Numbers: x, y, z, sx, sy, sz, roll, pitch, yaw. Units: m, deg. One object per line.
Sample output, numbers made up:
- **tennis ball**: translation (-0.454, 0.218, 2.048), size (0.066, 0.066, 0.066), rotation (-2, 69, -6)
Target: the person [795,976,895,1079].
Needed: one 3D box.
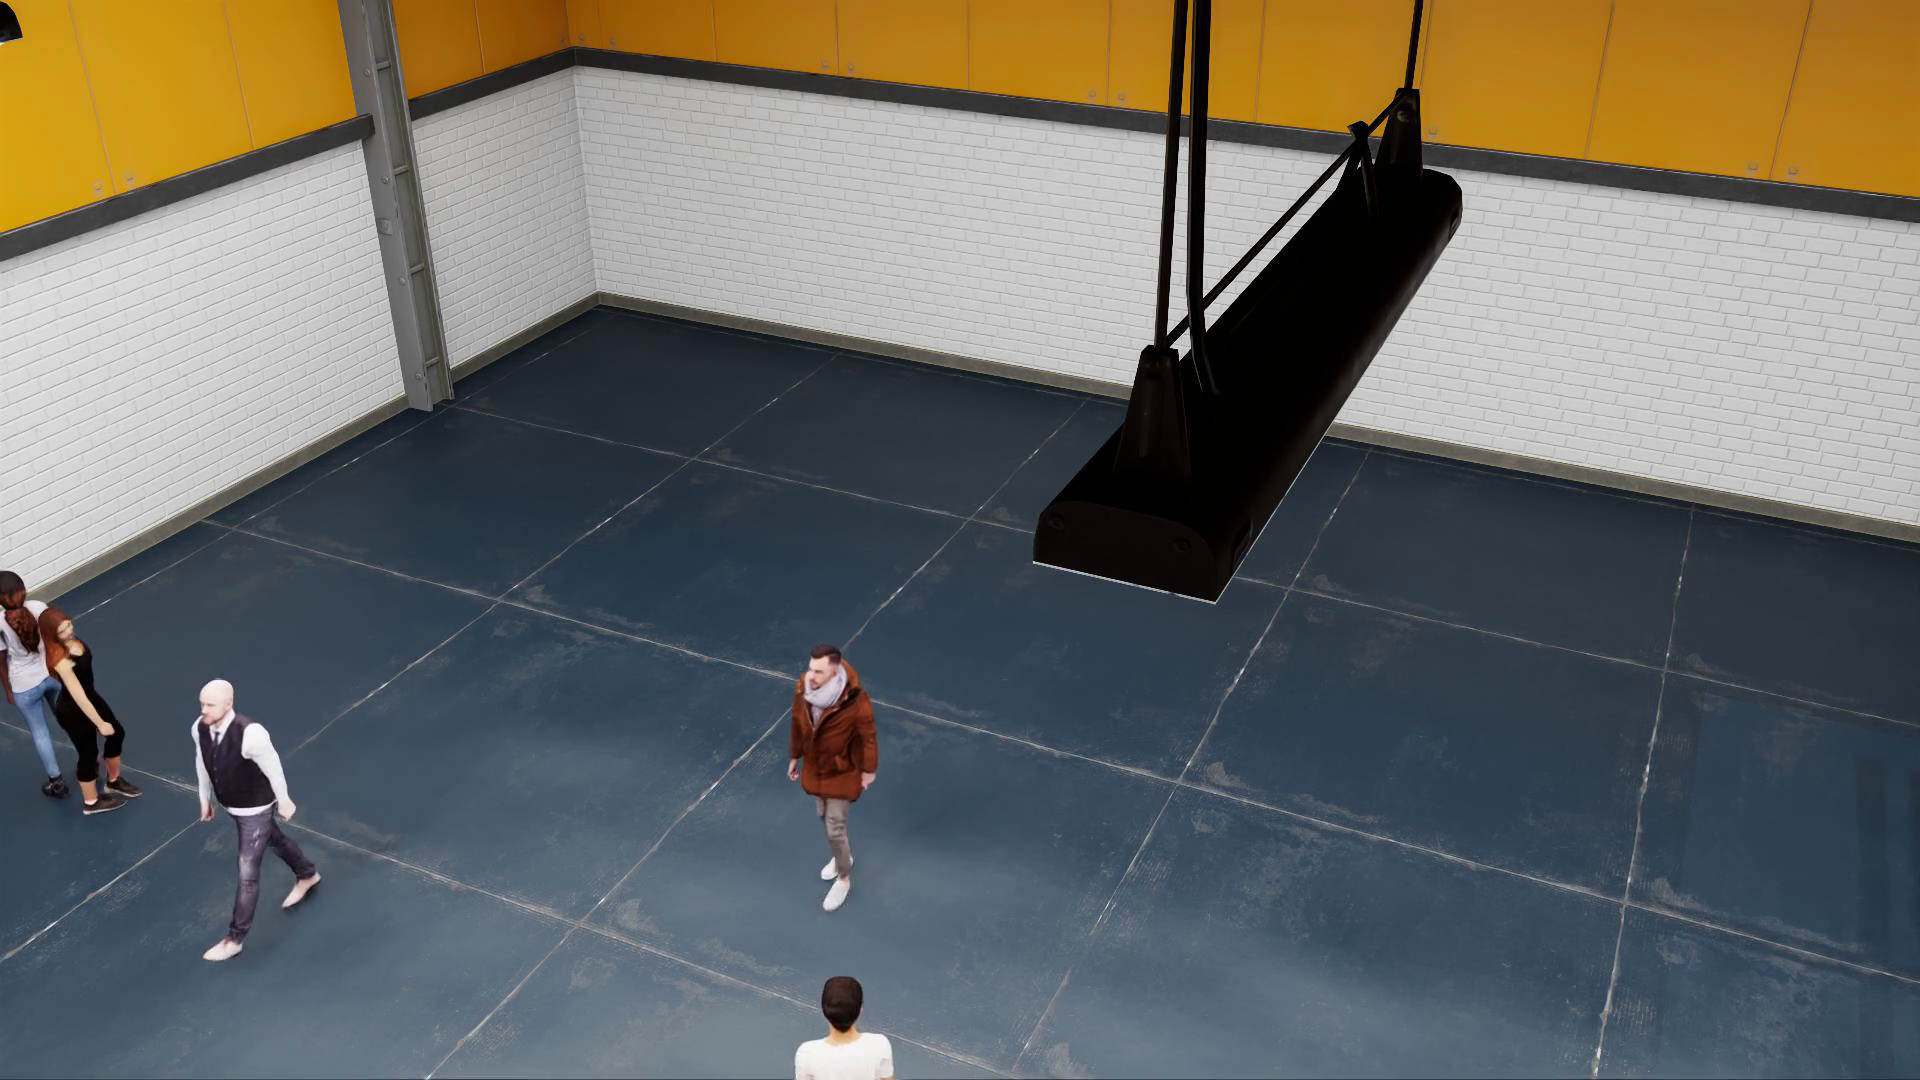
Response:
- **person**: translation (-0.530, 2.828, 7.930), size (0.819, 1.710, 0.881), rotation (-8, 30, -14)

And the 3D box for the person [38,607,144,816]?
- **person**: translation (-5.888, 1.127, 11.063), size (0.845, 1.696, 0.763), rotation (-13, 31, -23)

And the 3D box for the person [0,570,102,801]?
- **person**: translation (-6.271, 0.971, 11.324), size (0.664, 1.719, 0.506), rotation (18, 34, 30)

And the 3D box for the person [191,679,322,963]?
- **person**: translation (-4.265, 1.592, 10.130), size (0.697, 1.772, 1.185), rotation (12, 31, 21)

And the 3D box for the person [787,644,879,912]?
- **person**: translation (-0.753, 1.394, 10.447), size (0.759, 1.816, 0.801), rotation (19, 34, 31)
